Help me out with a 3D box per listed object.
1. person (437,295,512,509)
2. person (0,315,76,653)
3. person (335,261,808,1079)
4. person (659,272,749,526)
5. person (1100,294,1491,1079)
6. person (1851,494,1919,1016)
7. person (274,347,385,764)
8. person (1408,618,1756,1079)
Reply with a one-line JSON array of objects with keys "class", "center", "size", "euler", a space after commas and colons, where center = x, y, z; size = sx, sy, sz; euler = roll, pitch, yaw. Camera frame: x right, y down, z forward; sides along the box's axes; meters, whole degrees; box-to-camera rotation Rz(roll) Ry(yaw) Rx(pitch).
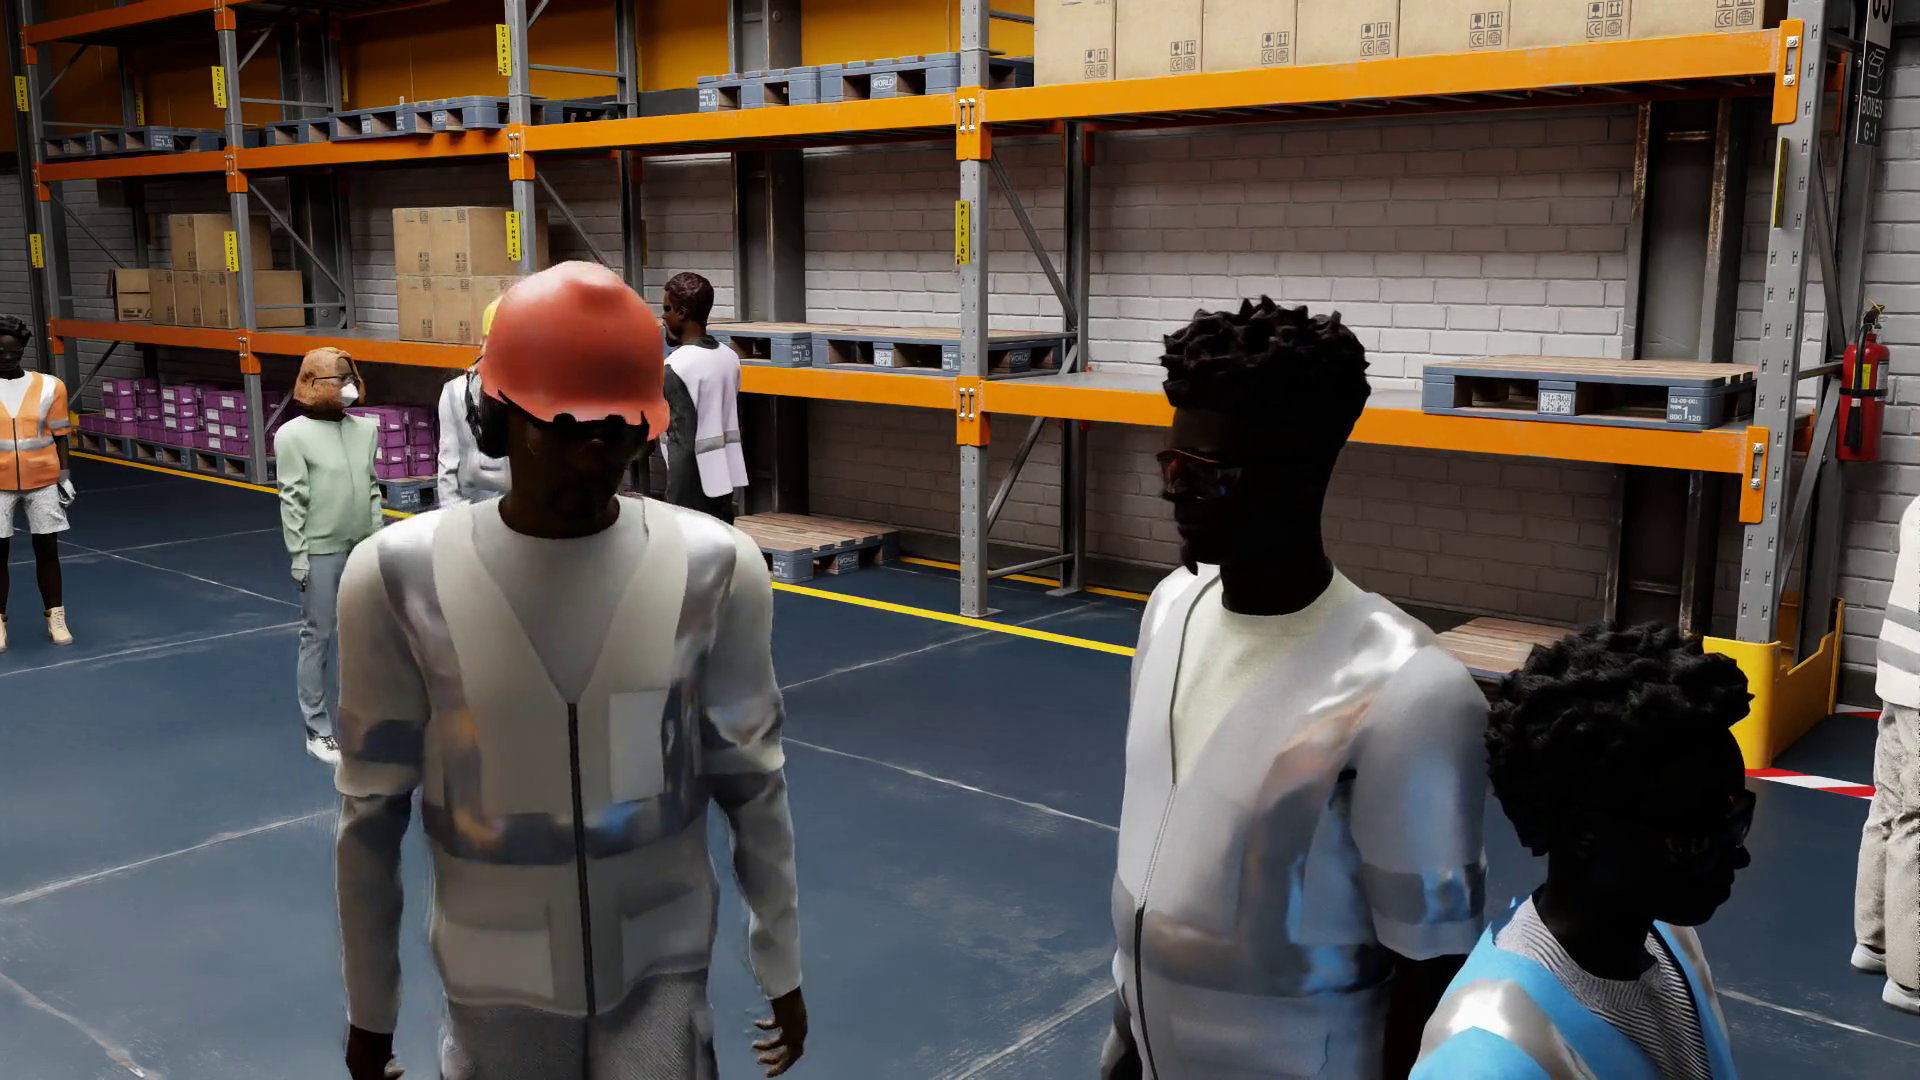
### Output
[{"class": "person", "center": [-1.825, -0.080, 6.820], "size": [0.590, 1.836, 0.404], "euler": [-3, 11, -19]}, {"class": "person", "center": [-4.749, -0.283, 8.380], "size": [0.531, 1.692, 0.320], "euler": [-7, 12, -33]}, {"class": "person", "center": [-0.589, 0.590, 2.531], "size": [0.665, 2.009, 0.684], "euler": [-3, 10, -17]}, {"class": "person", "center": [-1.131, -0.198, 7.259], "size": [0.388, 1.919, 0.594], "euler": [2, 10, 14]}, {"class": "person", "center": [0.377, 0.680, 2.132], "size": [0.369, 1.963, 0.601], "euler": [-5, 11, -27]}, {"class": "person", "center": [2.606, 0.438, 4.428], "size": [0.315, 1.641, 0.514], "euler": [2, 10, 14]}, {"class": "person", "center": [-2.478, 0.053, 6.629], "size": [0.285, 1.636, 0.499], "euler": [5, 11, 24]}, {"class": "person", "center": [0.579, 0.905, 1.609], "size": [0.316, 1.695, 0.542], "euler": [7, 12, 35]}]
